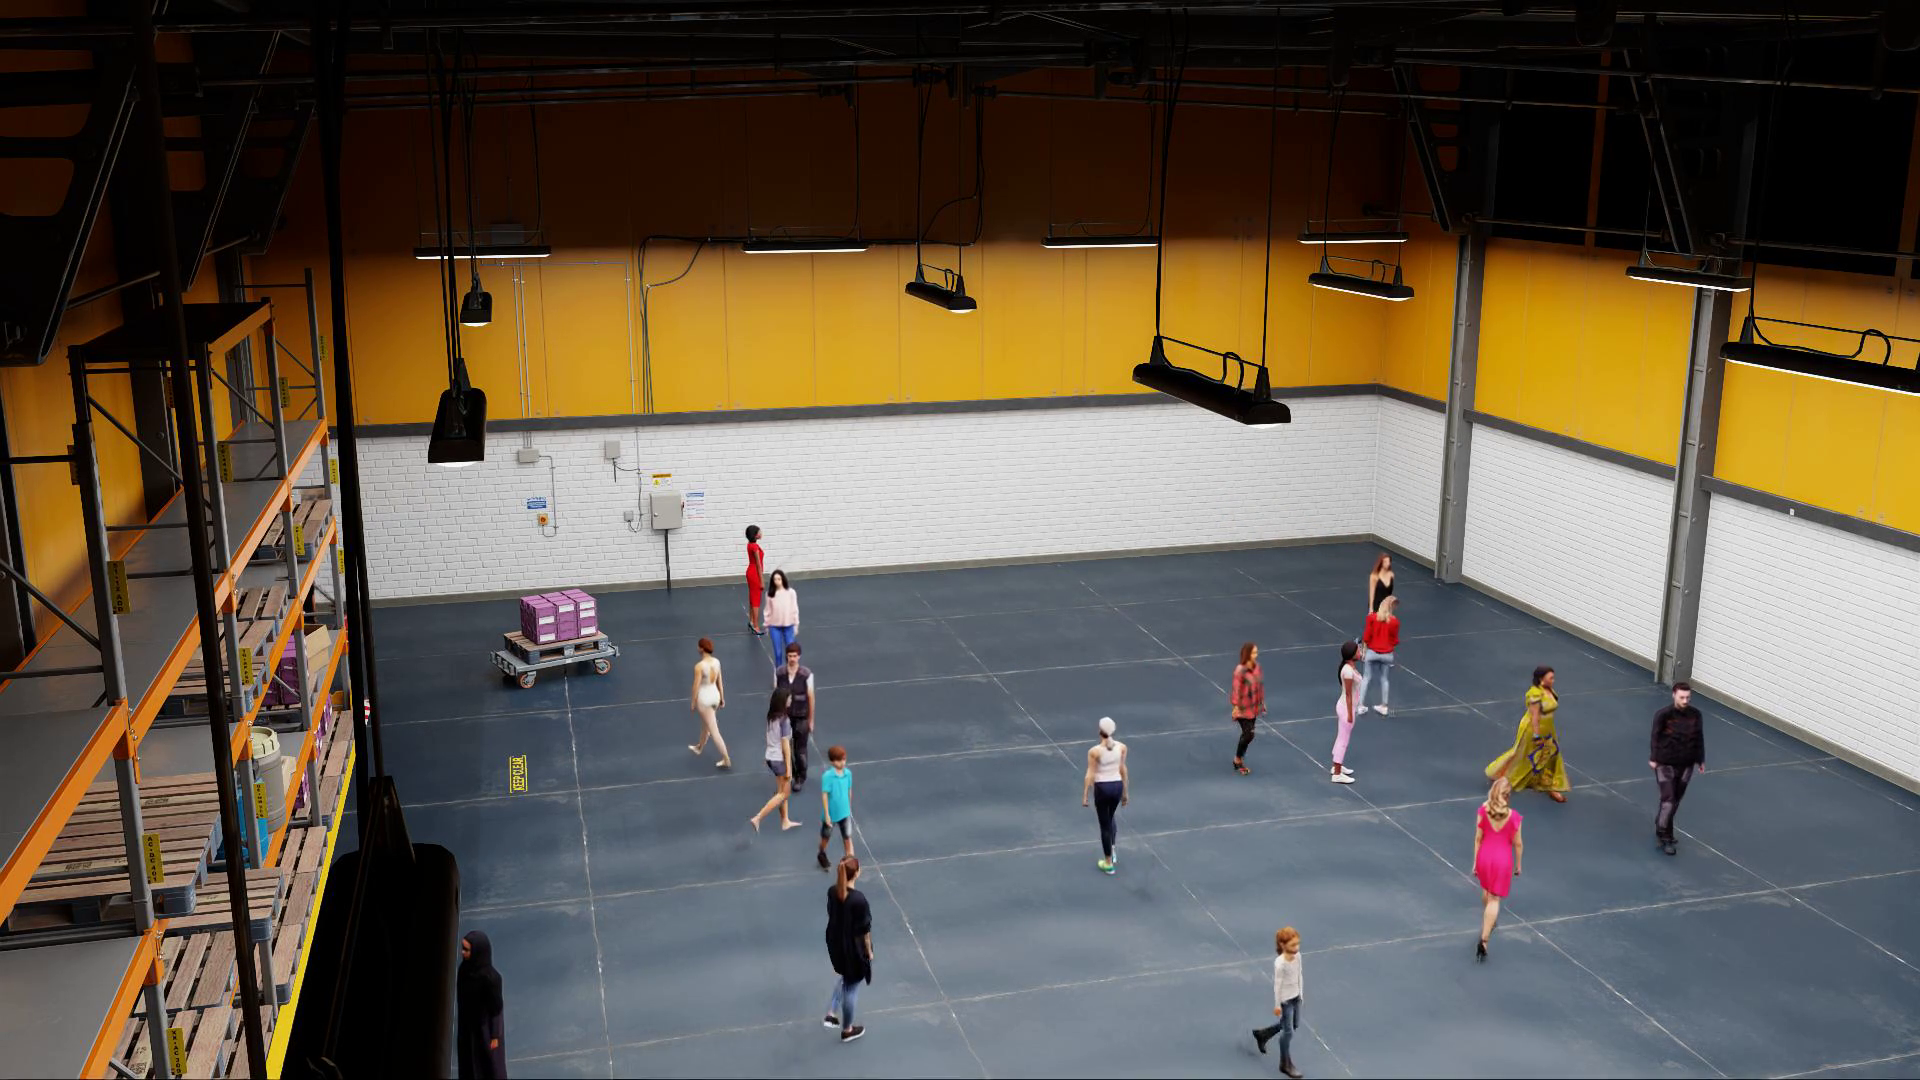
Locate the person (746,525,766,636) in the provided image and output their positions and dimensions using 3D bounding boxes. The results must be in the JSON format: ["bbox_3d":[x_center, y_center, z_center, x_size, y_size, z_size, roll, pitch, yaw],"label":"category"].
[{"bbox_3d":[-3.222,0.608,26.066,0.659,1.744,0.451,-5,15,-20],"label":"person"}]

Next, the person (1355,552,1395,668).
[{"bbox_3d":[6.158,1.000,24.542,0.645,1.699,1.010,-5,15,-21],"label":"person"}]

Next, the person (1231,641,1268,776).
[{"bbox_3d":[3.429,2.035,20.287,0.733,1.689,0.767,-13,19,-43],"label":"person"}]

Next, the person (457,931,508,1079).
[{"bbox_3d":[-3.763,3.821,13.072,0.696,1.615,0.774,11,17,37],"label":"person"}]

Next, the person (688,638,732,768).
[{"bbox_3d":[-3.038,2.037,20.479,1.118,1.595,0.994,10,17,35],"label":"person"}]

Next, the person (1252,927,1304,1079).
[{"bbox_3d":[2.664,3.799,13.816,0.815,1.306,0.694,13,18,42],"label":"person"}]

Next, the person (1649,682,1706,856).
[{"bbox_3d":[7.783,2.434,18.221,0.755,1.887,0.927,-2,14,-9],"label":"person"}]

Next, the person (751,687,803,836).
[{"bbox_3d":[-2.067,2.483,18.388,0.897,1.712,0.981,-11,18,-39],"label":"person"}]

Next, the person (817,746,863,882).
[{"bbox_3d":[-1.344,2.845,17.517,0.657,1.419,1.008,-7,15,-27],"label":"person"}]

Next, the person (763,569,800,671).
[{"bbox_3d":[-2.495,1.245,23.411,0.745,1.755,0.758,0,14,1],"label":"person"}]

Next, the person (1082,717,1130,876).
[{"bbox_3d":[1.592,2.713,17.479,0.658,1.693,0.639,-5,15,-21],"label":"person"}]

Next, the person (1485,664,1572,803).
[{"bbox_3d":[6.680,2.254,19.523,1.296,1.624,1.134,12,18,40],"label":"person"}]

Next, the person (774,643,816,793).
[{"bbox_3d":[-1.968,2.074,19.800,0.798,1.843,0.781,1,14,5],"label":"person"}]

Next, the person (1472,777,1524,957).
[{"bbox_3d":[5.057,3.133,15.787,1.032,1.674,1.068,9,16,32],"label":"person"}]

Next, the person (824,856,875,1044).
[{"bbox_3d":[-1.014,3.519,14.187,0.836,1.676,0.779,-12,18,-42],"label":"person"}]

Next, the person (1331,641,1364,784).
[{"bbox_3d":[4.666,2.058,20.090,0.696,1.738,0.584,2,14,10],"label":"person"}]

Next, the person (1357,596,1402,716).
[{"bbox_3d":[5.657,1.566,22.287,0.745,1.660,0.735,0,14,-1],"label":"person"}]
